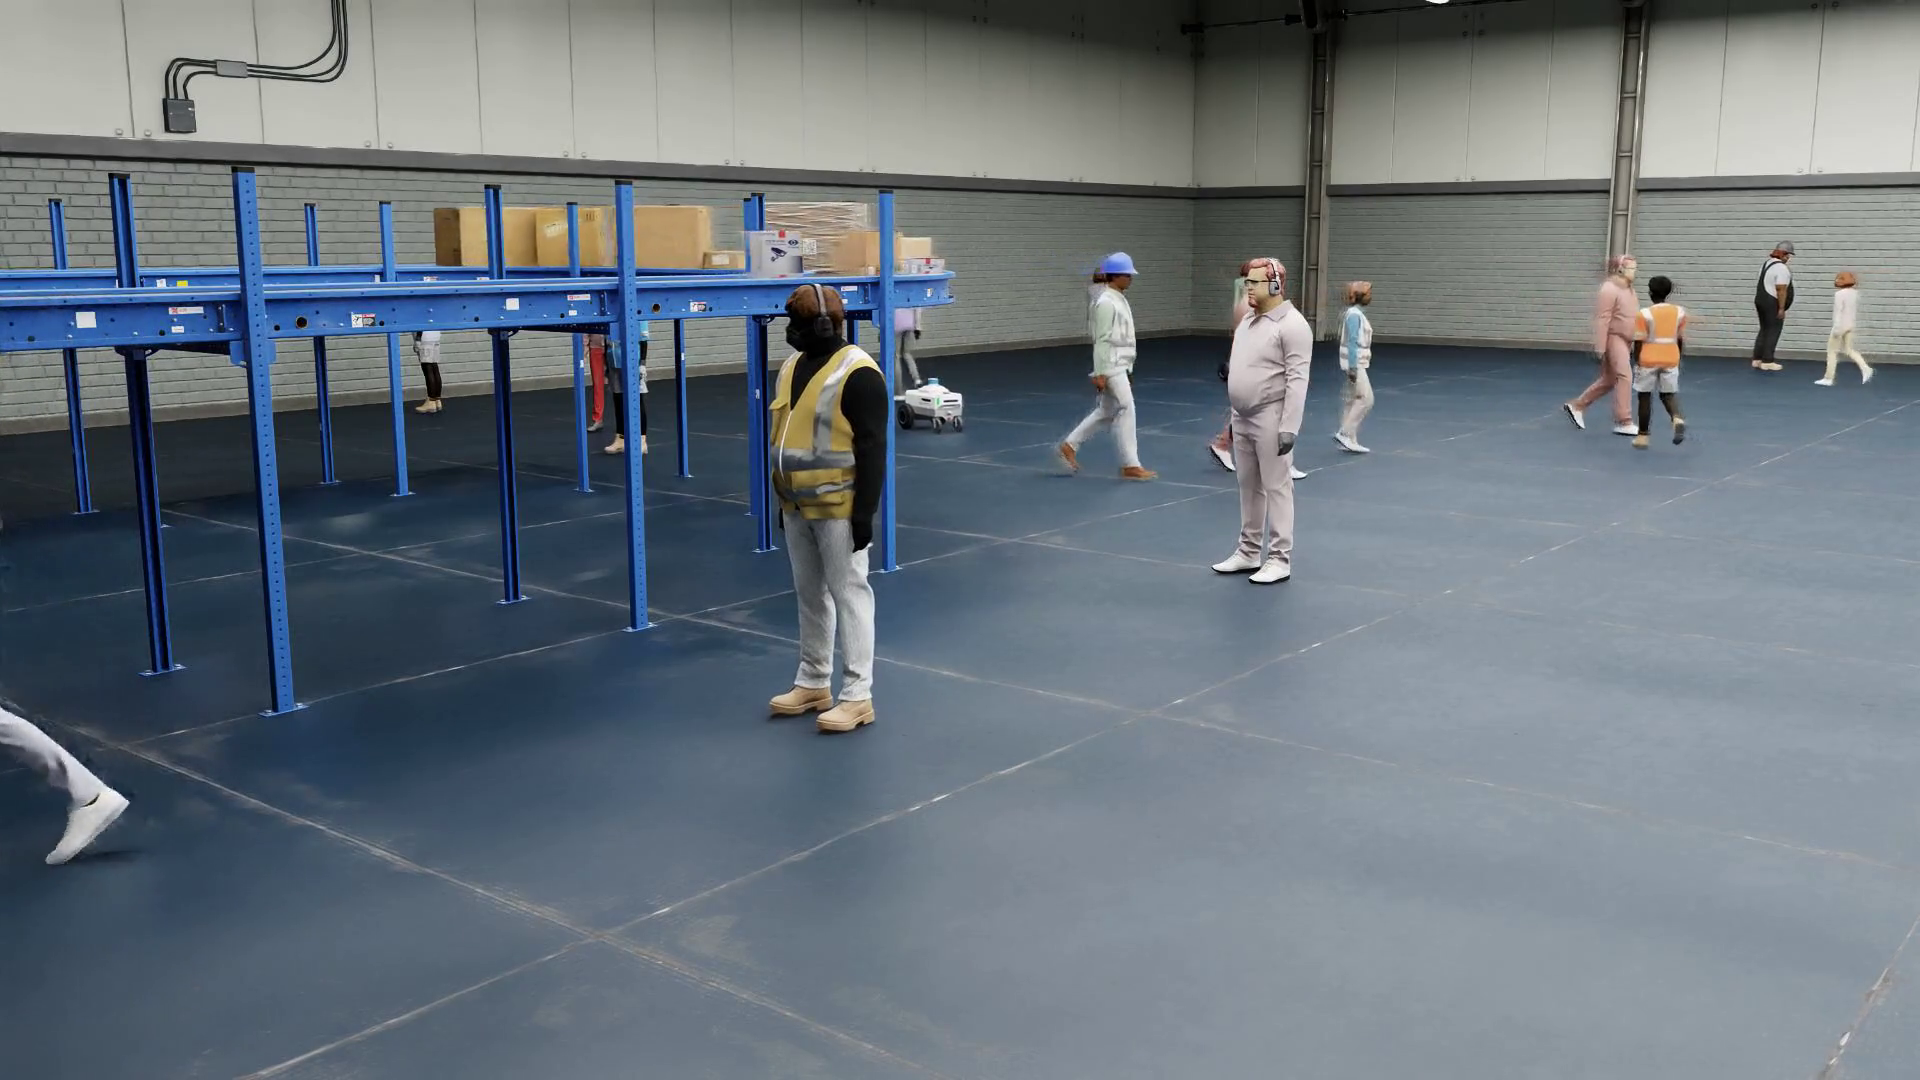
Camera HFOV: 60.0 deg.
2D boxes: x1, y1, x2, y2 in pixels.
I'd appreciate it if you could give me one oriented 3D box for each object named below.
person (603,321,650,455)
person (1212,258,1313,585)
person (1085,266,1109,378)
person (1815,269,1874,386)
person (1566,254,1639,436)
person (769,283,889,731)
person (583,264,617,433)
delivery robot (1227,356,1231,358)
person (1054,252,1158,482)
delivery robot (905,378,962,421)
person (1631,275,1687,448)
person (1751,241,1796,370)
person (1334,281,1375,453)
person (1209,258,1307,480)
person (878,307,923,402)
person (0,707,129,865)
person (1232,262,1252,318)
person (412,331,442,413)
[{"bbox_3d":[-3.152,-1.646,15.671,0.537,1.695,0.320,6,12,32],"label":"person"},{"bbox_3d":[1.788,-0.708,9.890,0.408,1.909,0.638,-5,11,-24],"label":"person"},{"bbox_3d":[2.085,-3.223,24.585,0.504,1.631,0.282,-4,11,-23],"label":"person"},{"bbox_3d":[12.316,-2.941,23.071,0.512,1.613,0.687,-6,12,-31],"label":"person"},{"bbox_3d":[6.852,-2.063,17.499,0.883,1.875,0.658,9,13,40],"label":"person"},{"bbox_3d":[-0.570,-0.138,6.922,0.429,1.840,0.627,-8,13,-39],"label":"person"},{"bbox_3d":[-3.743,-2.025,17.572,0.525,1.771,0.305,1,10,8],"label":"person"},{"bbox_3d":[4.123,-2.708,23.858,0.335,0.223,0.698,-6,12,-30],"label":"delivery robot"},{"bbox_3d":[1.234,-1.470,14.094,0.872,1.922,0.615,3,11,17],"label":"person"},{"bbox_3d":[-0.284,-1.489,17.827,0.477,0.478,0.707,-6,12,-32],"label":"delivery robot"},{"bbox_3d":[6.756,-1.711,16.049,0.541,1.681,0.585,-1,10,-4],"label":"person"},{"bbox_3d":[12.821,-3.688,26.151,0.536,2.000,0.706,0,10,2],"label":"person"},{"bbox_3d":[3.769,-1.628,15.739,0.371,1.626,0.536,3,11,17],"label":"person"},{"bbox_3d":[2.569,-1.486,14.309,0.912,1.874,0.645,6,12,30],"label":"person"},{"bbox_3d":[-0.755,-2.674,20.801,0.631,1.903,0.528,-8,13,-37],"label":"person"},{"bbox_3d":[-3.146,0.194,5.143,0.944,1.825,0.532,-7,13,-35],"label":"person"},{"bbox_3d":[4.990,-4.007,28.928,0.507,1.632,0.267,-1,10,-3],"label":"person"},{"bbox_3d":[-6.304,-2.357,19.609,0.320,1.697,0.531,0,10,1],"label":"person"}]
